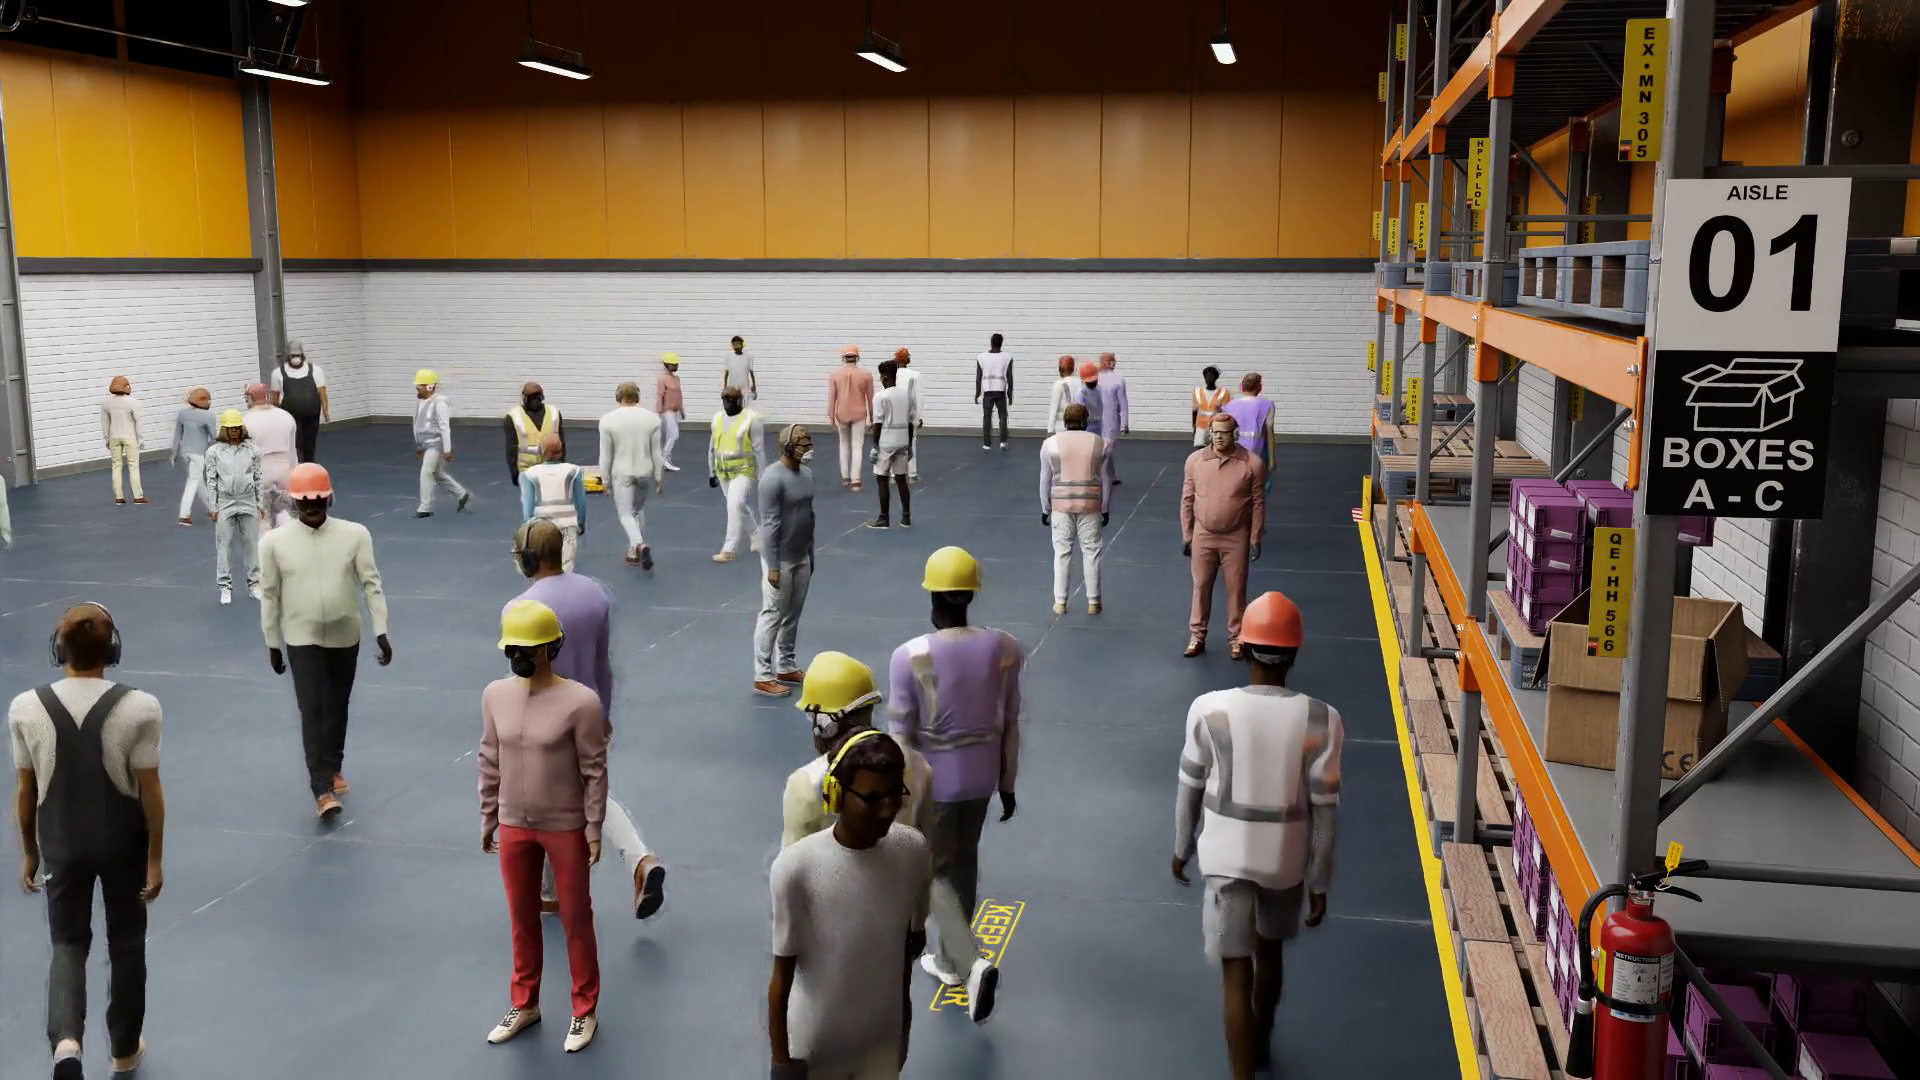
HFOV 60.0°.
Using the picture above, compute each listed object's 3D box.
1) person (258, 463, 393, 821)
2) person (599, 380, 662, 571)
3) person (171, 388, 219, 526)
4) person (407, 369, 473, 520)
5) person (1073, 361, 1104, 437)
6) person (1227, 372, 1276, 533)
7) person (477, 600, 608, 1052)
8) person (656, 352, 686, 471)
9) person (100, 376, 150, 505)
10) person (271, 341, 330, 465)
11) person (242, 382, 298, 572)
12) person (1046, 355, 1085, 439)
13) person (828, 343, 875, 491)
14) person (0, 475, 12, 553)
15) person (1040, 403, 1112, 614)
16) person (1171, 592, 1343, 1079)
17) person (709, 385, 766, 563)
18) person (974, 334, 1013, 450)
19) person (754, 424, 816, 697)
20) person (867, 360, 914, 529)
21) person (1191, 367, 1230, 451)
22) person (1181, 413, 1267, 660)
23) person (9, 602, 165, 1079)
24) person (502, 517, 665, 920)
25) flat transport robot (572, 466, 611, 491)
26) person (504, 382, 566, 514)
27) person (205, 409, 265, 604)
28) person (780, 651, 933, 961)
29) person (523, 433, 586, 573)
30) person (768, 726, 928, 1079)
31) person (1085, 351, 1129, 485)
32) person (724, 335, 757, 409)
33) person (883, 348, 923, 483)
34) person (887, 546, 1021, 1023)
[{"bbox_3d":[-3.500,0.543,9.214,0.628,1.939,1.004,-6,11,-31],"label":"person"},{"bbox_3d":[-3.228,-0.627,16.452,0.633,1.903,0.866,-5,11,-29],"label":"person"},{"bbox_3d":[-8.918,-0.978,19.470,0.520,1.580,0.890,3,10,18],"label":"person"},{"bbox_3d":[-6.258,-1.158,19.928,0.826,1.804,0.600,-8,13,-42],"label":"person"},{"bbox_3d":[1.568,-1.229,20.123,0.378,1.883,0.659,5,11,28],"label":"person"},{"bbox_3d":[3.265,-0.954,18.580,0.611,1.828,0.493,5,11,30],"label":"person"},{"bbox_3d":[-1.618,1.099,6.421,0.533,1.768,0.310,2,10,14],"label":"person"},{"bbox_3d":[-4.216,-1.872,24.357,0.428,1.750,0.542,3,10,19],"label":"person"},{"bbox_3d":[-10.560,-1.257,21.006,0.501,1.633,0.285,0,9,-1],"label":"person"},{"bbox_3d":[-9.127,-1.796,23.034,0.691,2.000,1.014,-5,11,-29],"label":"person"},{"bbox_3d":[-6.787,-0.604,16.311,0.480,1.886,0.653,7,12,36],"label":"person"},{"bbox_3d":[1.418,-1.448,21.474,0.490,1.871,0.601,8,12,40],"label":"person"},{"bbox_3d":[-1.447,-1.668,22.487,0.605,1.964,0.846,1,9,7],"label":"person"},{"bbox_3d":[-8.133,-0.029,13.710,0.523,1.585,0.825,-7,11,-35],"label":"person"},{"bbox_3d":[1.005,-0.270,14.450,0.624,1.841,0.430,1,9,5],"label":"person"},{"bbox_3d":[1.054,1.124,5.928,0.563,1.891,0.989,0,9,3],"label":"person"},{"bbox_3d":[-2.279,-0.705,17.209,0.661,1.808,0.901,6,11,31],"label":"person"},{"bbox_3d":[0.546,-2.408,27.190,0.651,1.905,0.577,1,9,4],"label":"person"},{"bbox_3d":[-1.211,0.137,11.767,0.394,1.927,0.643,4,10,24],"label":"person"},{"bbox_3d":[-0.802,-1.086,19.073,0.441,1.945,0.623,8,13,42],"label":"person"},{"bbox_3d":[3.338,-1.483,22.281,0.557,1.649,0.847,3,10,19],"label":"person"},{"bbox_3d":[2.007,-0.025,12.774,0.643,1.908,0.399,3,10,18],"label":"person"},{"bbox_3d":[-3.138,1.140,6.006,0.529,1.827,0.649,-3,10,-18],"label":"person"},{"bbox_3d":[-1.755,0.843,7.538,0.806,1.910,0.636,5,11,29],"label":"person"},{"bbox_3d":[-5.146,-0.849,22.648,0.652,0.197,1.431,-3,10,-16],"label":"flat transport robot"},{"bbox_3d":[-4.374,-0.731,17.289,0.644,1.819,0.636,-5,11,-28],"label":"person"},{"bbox_3d":[-6.495,-0.306,14.953,0.484,1.744,0.295,-7,12,-37],"label":"person"},{"bbox_3d":[-0.290,1.259,5.347,0.612,1.805,0.659,-9,13,-44],"label":"person"},{"bbox_3d":[-3.451,-0.109,14.196,0.508,1.594,0.875,-2,10,-10],"label":"person"},{"bbox_3d":[-0.350,1.373,4.599,0.532,1.830,0.883,-5,11,-30],"label":"person"},{"bbox_3d":[1.962,-1.620,22.495,0.654,1.872,0.931,8,12,40],"label":"person"},{"bbox_3d":[-3.779,-2.615,28.622,0.574,1.835,0.770,-1,9,-5],"label":"person"},{"bbox_3d":[-0.787,-1.720,23.048,0.574,1.884,0.356,2,10,12],"label":"person"},{"bbox_3d":[0.000,0.979,6.731,0.591,1.907,0.744,-5,11,-26],"label":"person"}]
